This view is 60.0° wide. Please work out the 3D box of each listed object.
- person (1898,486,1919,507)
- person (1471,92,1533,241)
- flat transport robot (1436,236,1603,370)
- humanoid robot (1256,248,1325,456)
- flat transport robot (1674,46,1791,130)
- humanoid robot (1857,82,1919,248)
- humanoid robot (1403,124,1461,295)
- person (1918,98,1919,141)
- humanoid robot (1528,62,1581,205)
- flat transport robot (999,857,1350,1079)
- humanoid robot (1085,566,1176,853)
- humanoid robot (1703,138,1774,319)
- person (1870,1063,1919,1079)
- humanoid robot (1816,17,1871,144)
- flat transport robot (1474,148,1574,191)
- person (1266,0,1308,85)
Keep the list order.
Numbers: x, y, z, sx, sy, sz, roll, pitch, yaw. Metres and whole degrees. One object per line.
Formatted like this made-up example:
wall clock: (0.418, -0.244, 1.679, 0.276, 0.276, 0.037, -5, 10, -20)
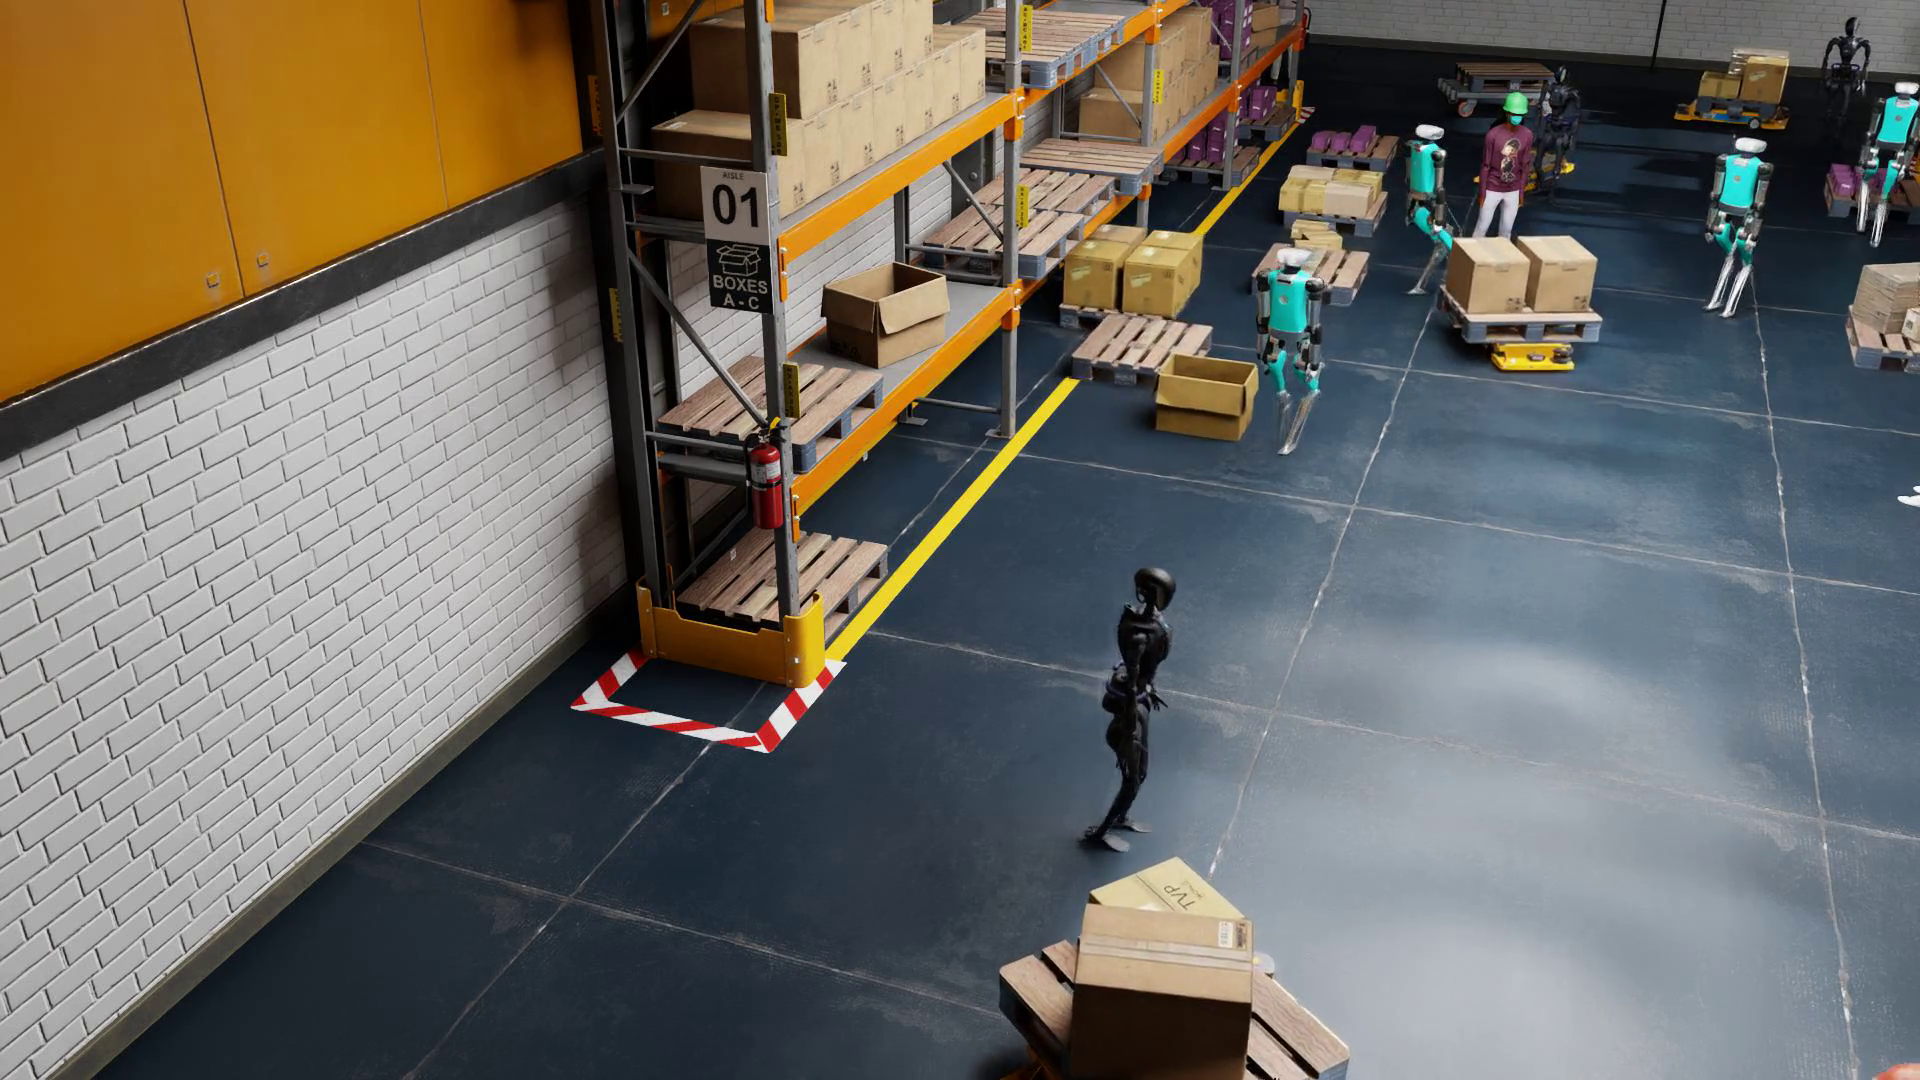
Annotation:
person: (7.293, -1.003, 12.217, 0.503, 1.628, 0.277, -22, 34, -36)
person: (5.493, -3.565, 16.848, 0.487, 1.942, 0.436, -1, 27, -2)
flat transport robot: (5.140, -1.906, 15.447, 0.659, 0.231, 1.431, -1, 27, -1)
humanoid robot: (2.638, -1.417, 13.026, 0.539, 1.900, 0.754, 18, 32, 31)
flat transport robot: (10.849, -5.982, 23.355, 1.431, 0.231, 0.659, 13, 30, 24)
humanoid robot: (10.101, -4.138, 18.193, 0.545, 1.801, 0.828, 11, 29, 20)
humanoid robot: (4.761, -3.227, 16.428, 0.879, 1.805, 0.538, -13, 30, -23)
person: (13.108, -6.267, 22.193, 0.429, 1.842, 0.625, 7, 28, 13)
humanoid robot: (7.010, -4.783, 19.501, 0.476, 1.644, 0.610, -20, 33, -33)
flat transport robot: (0.949, 2.291, 7.306, 1.431, 0.231, 0.659, -15, 31, -27)
humanoid robot: (0.884, 0.860, 8.560, 0.381, 1.644, 0.612, 8, 28, 15)
humanoid robot: (7.492, -3.009, 15.944, 0.716, 1.759, 0.536, -22, 35, -36)
person: (2.639, 2.414, 5.258, 0.672, 1.935, 0.432, -3, 27, -6)
humanoid robot: (11.742, -6.117, 22.094, 0.609, 1.629, 0.518, 16, 32, 29)
flat transport robot: (7.025, -4.602, 20.677, 0.659, 0.231, 1.431, 22, 35, 36)
person: (4.962, -7.927, 25.307, 0.633, 1.939, 0.368, -4, 28, -7)
